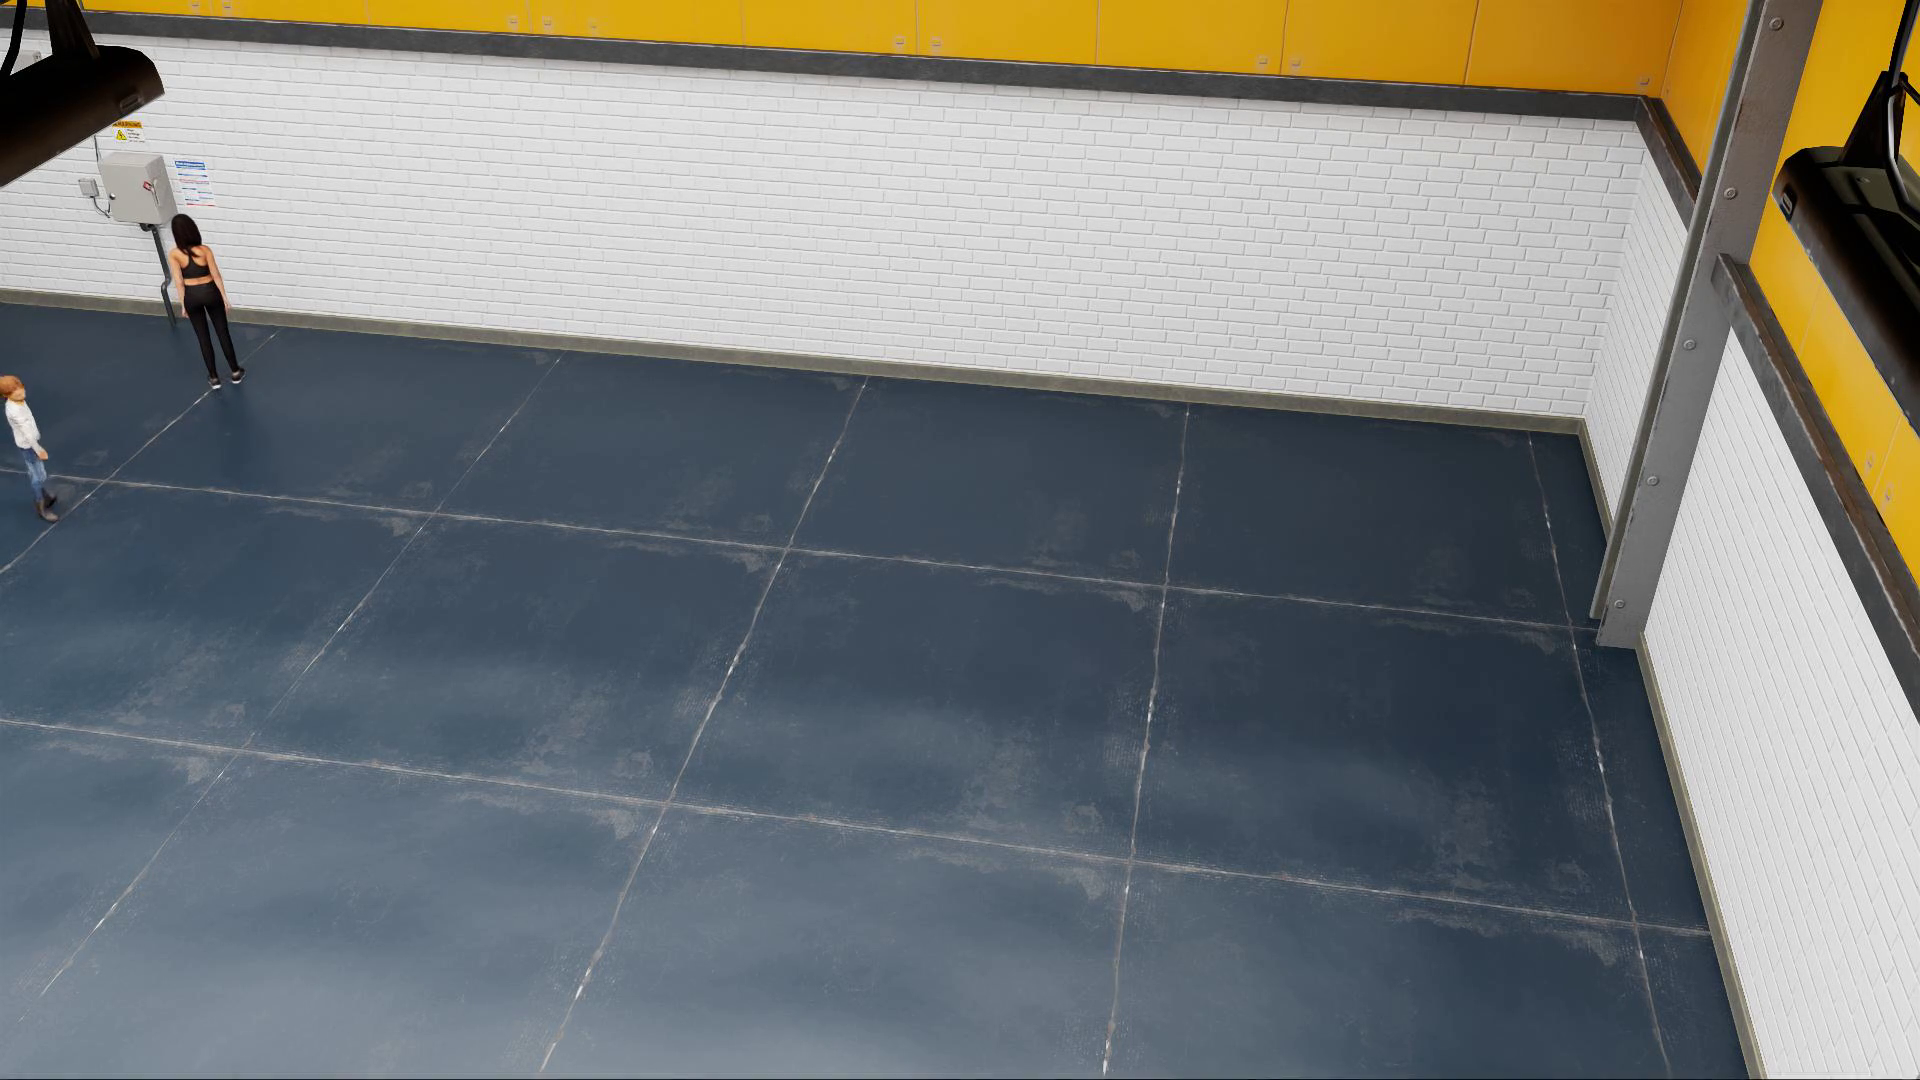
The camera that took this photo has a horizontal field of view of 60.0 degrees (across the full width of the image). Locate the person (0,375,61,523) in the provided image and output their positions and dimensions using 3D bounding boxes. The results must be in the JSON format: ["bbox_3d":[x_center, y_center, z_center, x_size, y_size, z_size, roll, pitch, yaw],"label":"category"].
[{"bbox_3d":[-7.484,-0.781,13.322,0.689,1.298,0.592,-28,42,-35],"label":"person"}]

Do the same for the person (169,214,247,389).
[{"bbox_3d":[-6.876,-2.171,15.105,0.648,1.641,0.671,-14,36,-20],"label":"person"}]
